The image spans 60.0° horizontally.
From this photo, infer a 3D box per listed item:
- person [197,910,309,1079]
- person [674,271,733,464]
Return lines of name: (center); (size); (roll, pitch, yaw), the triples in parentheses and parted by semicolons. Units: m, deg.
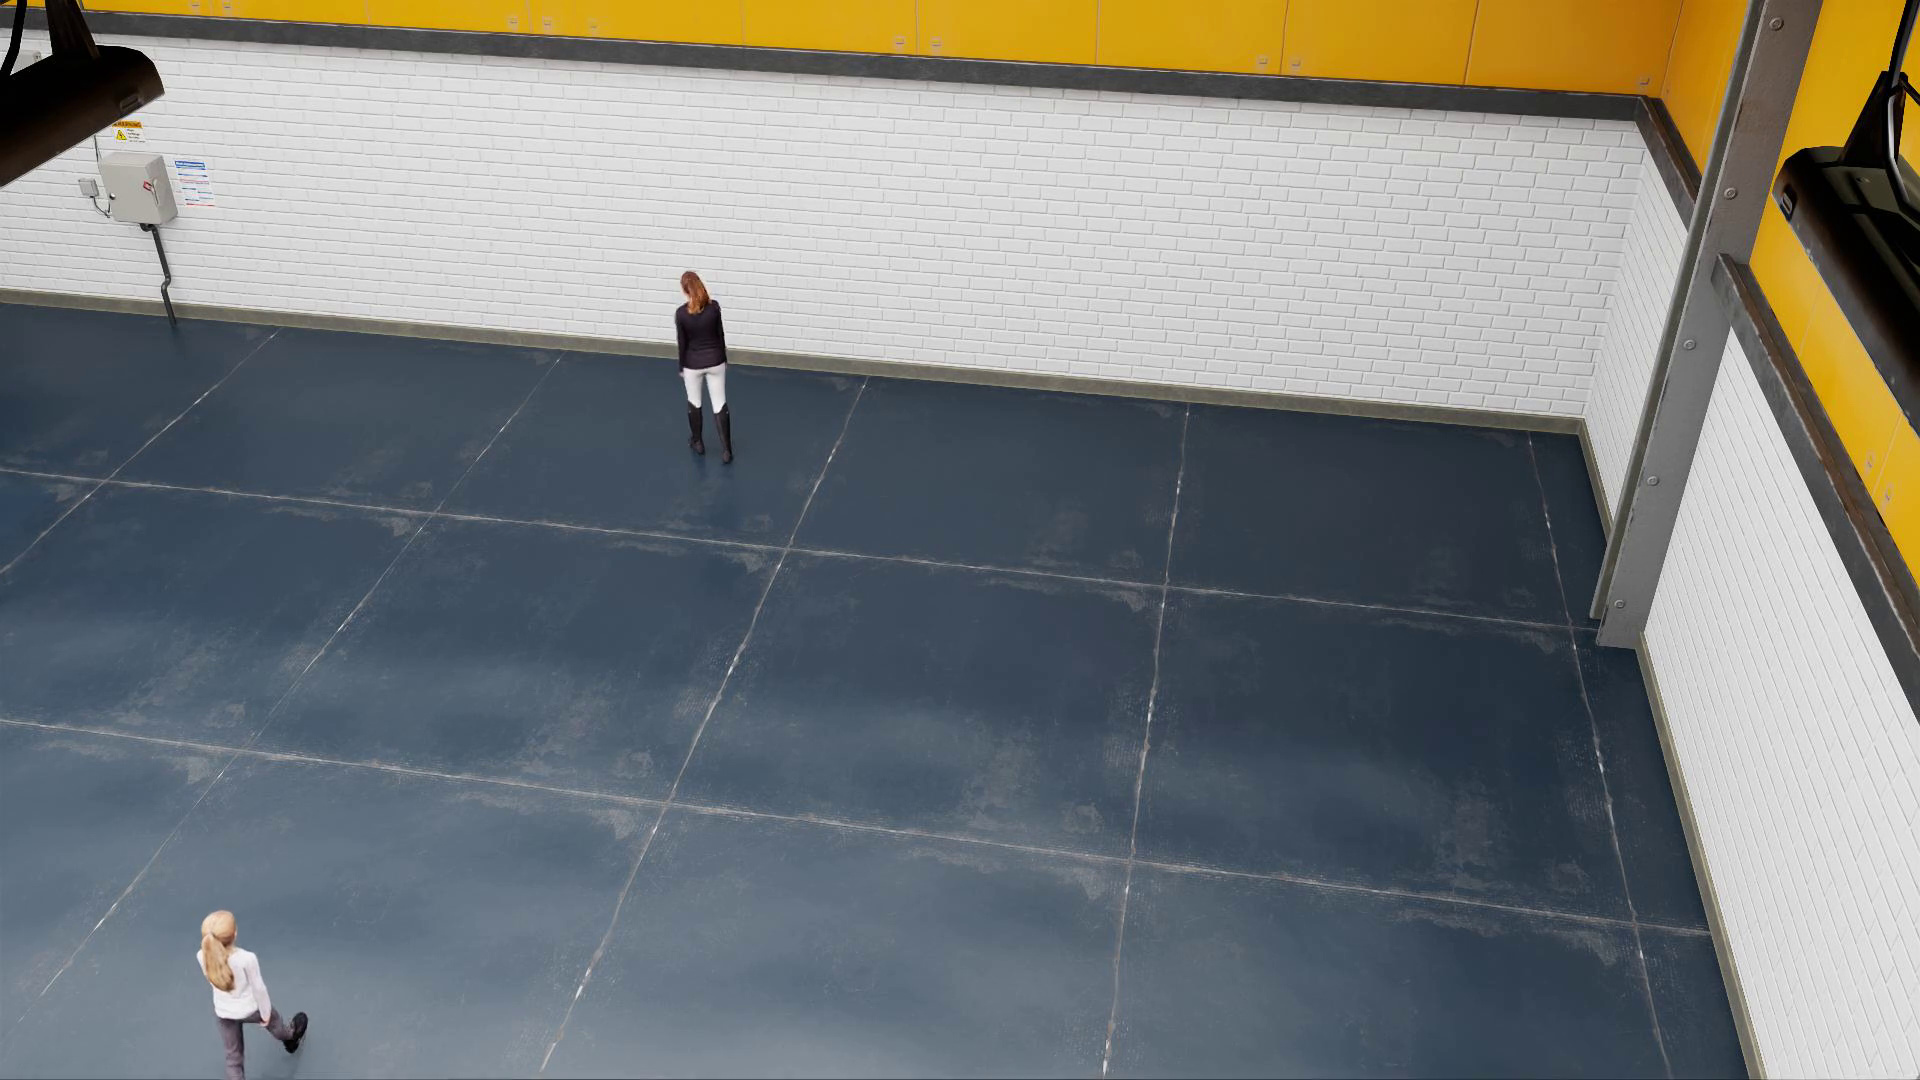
person: (-3.708, 2.448, 8.507); (0.578, 1.250, 0.900); (0, 34, 1)
person: (-2.161, -1.454, 13.952); (0.781, 1.723, 0.911); (-5, 34, -8)
